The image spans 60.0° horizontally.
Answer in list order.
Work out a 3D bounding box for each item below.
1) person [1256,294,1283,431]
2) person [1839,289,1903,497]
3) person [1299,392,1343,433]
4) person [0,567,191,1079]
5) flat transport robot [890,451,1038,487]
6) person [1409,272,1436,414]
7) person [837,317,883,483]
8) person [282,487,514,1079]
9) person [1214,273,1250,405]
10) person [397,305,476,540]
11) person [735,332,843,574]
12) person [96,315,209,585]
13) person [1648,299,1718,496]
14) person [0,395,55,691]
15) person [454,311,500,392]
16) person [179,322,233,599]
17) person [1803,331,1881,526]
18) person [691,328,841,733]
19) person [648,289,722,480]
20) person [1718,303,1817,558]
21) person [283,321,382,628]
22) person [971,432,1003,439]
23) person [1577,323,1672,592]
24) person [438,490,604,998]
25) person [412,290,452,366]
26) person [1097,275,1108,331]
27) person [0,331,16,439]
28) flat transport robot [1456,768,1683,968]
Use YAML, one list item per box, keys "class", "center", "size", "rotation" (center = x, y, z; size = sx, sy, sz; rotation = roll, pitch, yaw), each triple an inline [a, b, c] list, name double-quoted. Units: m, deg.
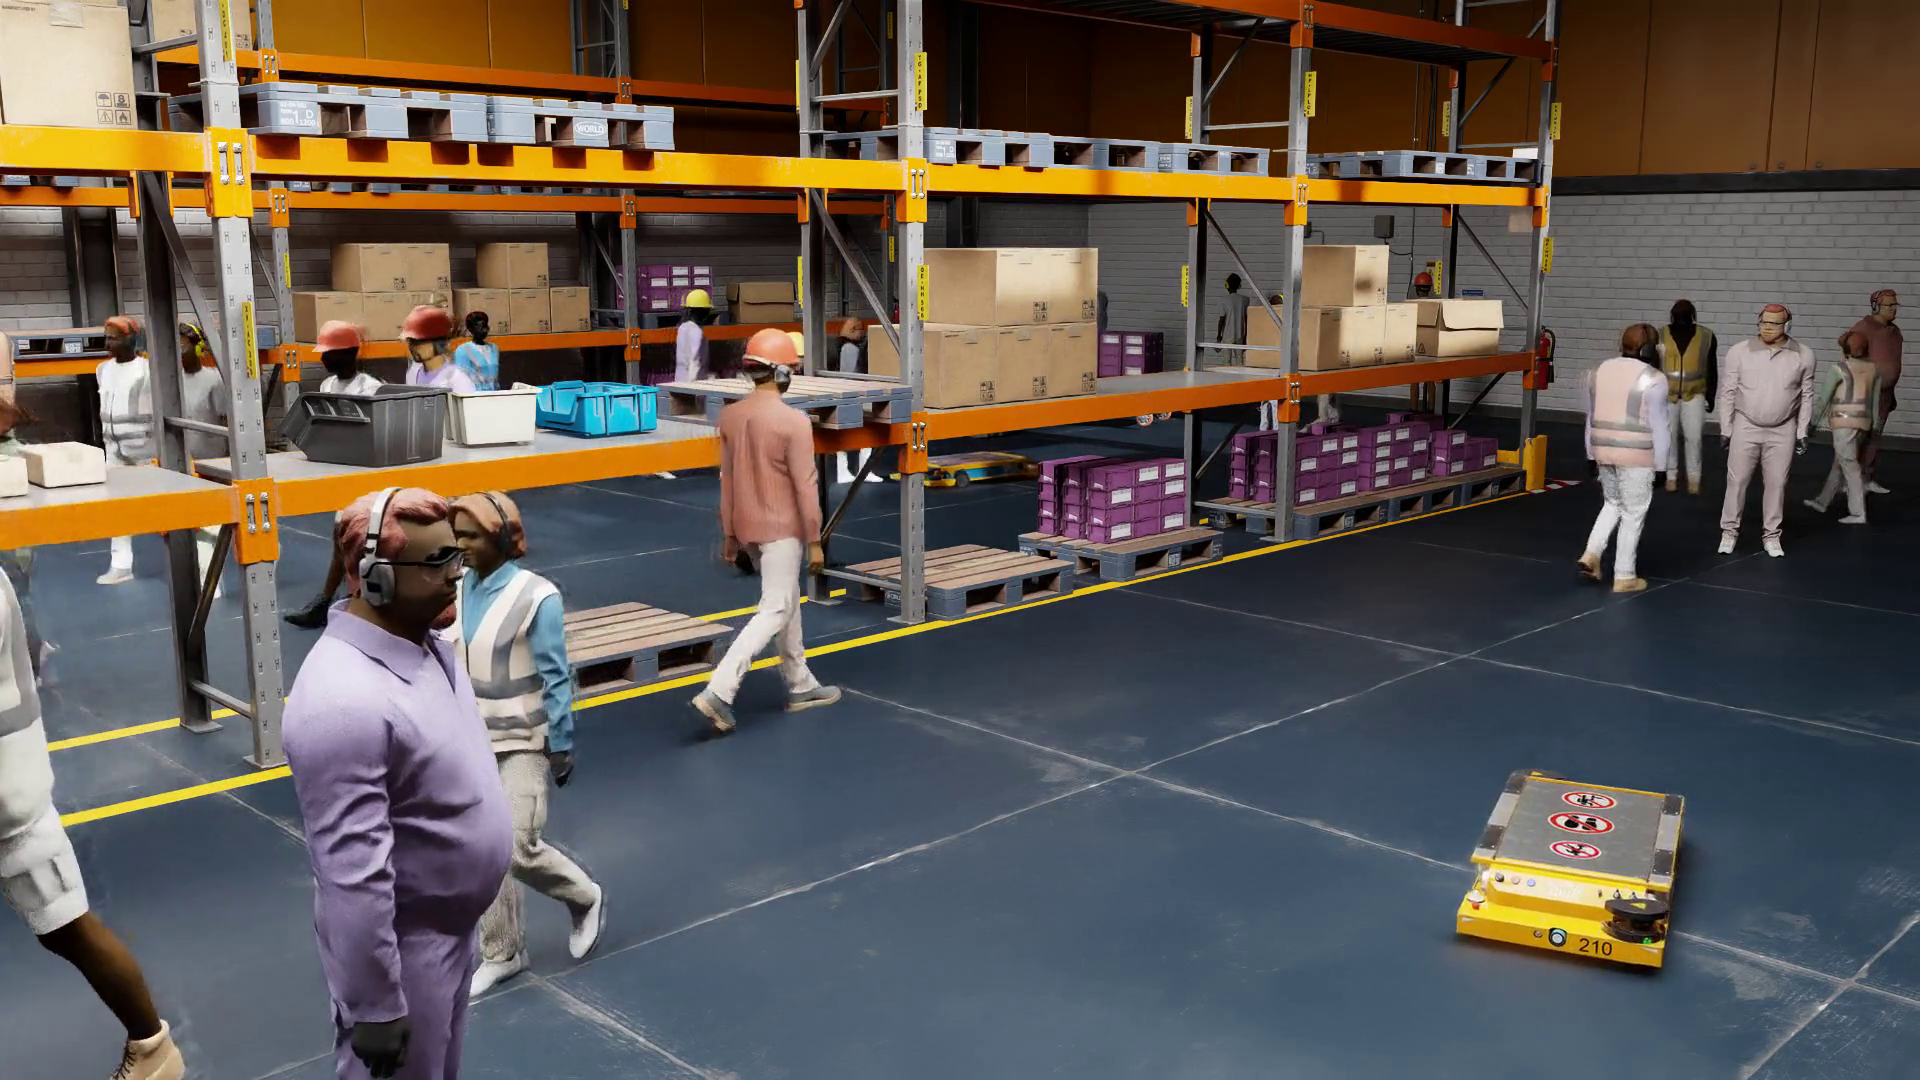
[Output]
- class: "person"
  center: [2.925, -1.339, 15.408]
  size: [0.334, 1.873, 0.521]
  rotation: [-5, 12, -26]
- class: "person"
  center: [8.493, -1.363, 15.440]
  size: [0.643, 1.910, 0.400]
  rotation: [-5, 12, -27]
- class: "person"
  center: [3.739, -1.537, 17.171]
  size: [0.624, 1.618, 0.522]
  rotation: [0, 10, 2]
- class: "person"
  center: [-2.565, 0.664, 4.233]
  size: [0.612, 1.979, 1.100]
  rotation: [9, 14, 41]
- class: "flat transport robot"
  center: [0.080, -0.708, 16.335]
  size: [1.431, 0.197, 0.652]
  rotation: [-8, 13, -37]
- class: "person"
  center: [5.901, -2.455, 21.310]
  size: [0.547, 1.938, 0.379]
  rotation: [-2, 11, -11]
- class: "person"
  center: [-0.960, -1.354, 16.161]
  size: [0.559, 1.613, 0.521]
  rotation: [-3, 11, -18]
- class: "person"
  center: [-1.130, 0.832, 3.476]
  size: [0.403, 1.906, 0.652]
  rotation: [-1, 10, -5]
- class: "person"
  center: [3.872, -2.851, 23.654]
  size: [0.518, 1.874, 0.327]
  rotation: [-3, 11, -16]
- class: "person"
  center: [-3.071, -0.422, 10.060]
  size: [0.999, 2.007, 0.611]
  rotation: [-9, 14, -42]
- class: "person"
  center: [-1.264, -0.615, 11.841]
  size: [0.828, 1.733, 0.522]
  rotation: [-9, 14, -40]
- class: "person"
  center: [-5.756, -0.654, 11.719]
  size: [0.586, 1.861, 0.828]
  rotation: [4, 11, 20]
- class: "person"
  center: [6.700, -1.321, 15.486]
  size: [0.641, 1.807, 0.808]
  rotation: [4, 11, 23]
- class: "person"
  center: [-4.987, 0.021, 8.648]
  size: [0.514, 1.617, 0.344]
  rotation: [6, 12, 30]
- class: "person"
  center: [-4.538, -1.318, 15.772]
  size: [0.316, 1.695, 0.542]
  rotation: [6, 12, 29]
- class: "person"
  center: [-4.957, -0.513, 10.974]
  size: [0.507, 1.855, 0.525]
  rotation: [5, 12, 26]
- class: "person"
  center: [7.399, -0.948, 14.002]
  size: [0.529, 1.598, 0.824]
  rotation: [-4, 11, -19]
- class: "person"
  center: [-0.962, -0.051, 8.129]
  size: [0.956, 1.964, 0.621]
  rotation: [-10, 14, -43]
- class: "person"
  center: [-2.640, -1.521, 16.388]
  size: [0.995, 1.883, 0.587]
  rotation: [-5, 12, -27]
- class: "person"
  center: [6.036, -0.816, 12.473]
  size: [0.643, 1.905, 0.399]
  rotation: [4, 11, 19]
- class: "person"
  center: [-3.821, -0.430, 10.430]
  size: [0.568, 1.883, 1.013]
  rotation: [8, 13, 38]
- class: "person"
  center: [0.308, -2.080, 19.736]
  size: [0.532, 1.767, 0.328]
  rotation: [-9, 14, -41]
- class: "person"
  center: [4.505, -0.548, 11.223]
  size: [0.441, 1.824, 0.647]
  rotation: [-6, 12, -28]
- class: "person"
  center: [-1.433, 0.637, 5.308]
  size: [0.519, 1.625, 0.427]
  rotation: [6, 12, 30]
- class: "person"
  center: [-4.755, -1.268, 14.887]
  size: [0.563, 1.926, 0.639]
  rotation: [-1, 10, -5]
- class: "person"
  center: [1.878, -2.878, 23.702]
  size: [0.654, 1.901, 0.837]
  rotation: [7, 13, 35]
- class: "person"
  center: [-8.214, -1.113, 14.048]
  size: [0.392, 1.917, 0.589]
  rotation: [2, 11, 9]
- class: "flat transport robot"
  center: [2.288, 1.162, 6.139]
  size: [0.652, 0.197, 1.431]
  rotation: [5, 12, 25]
